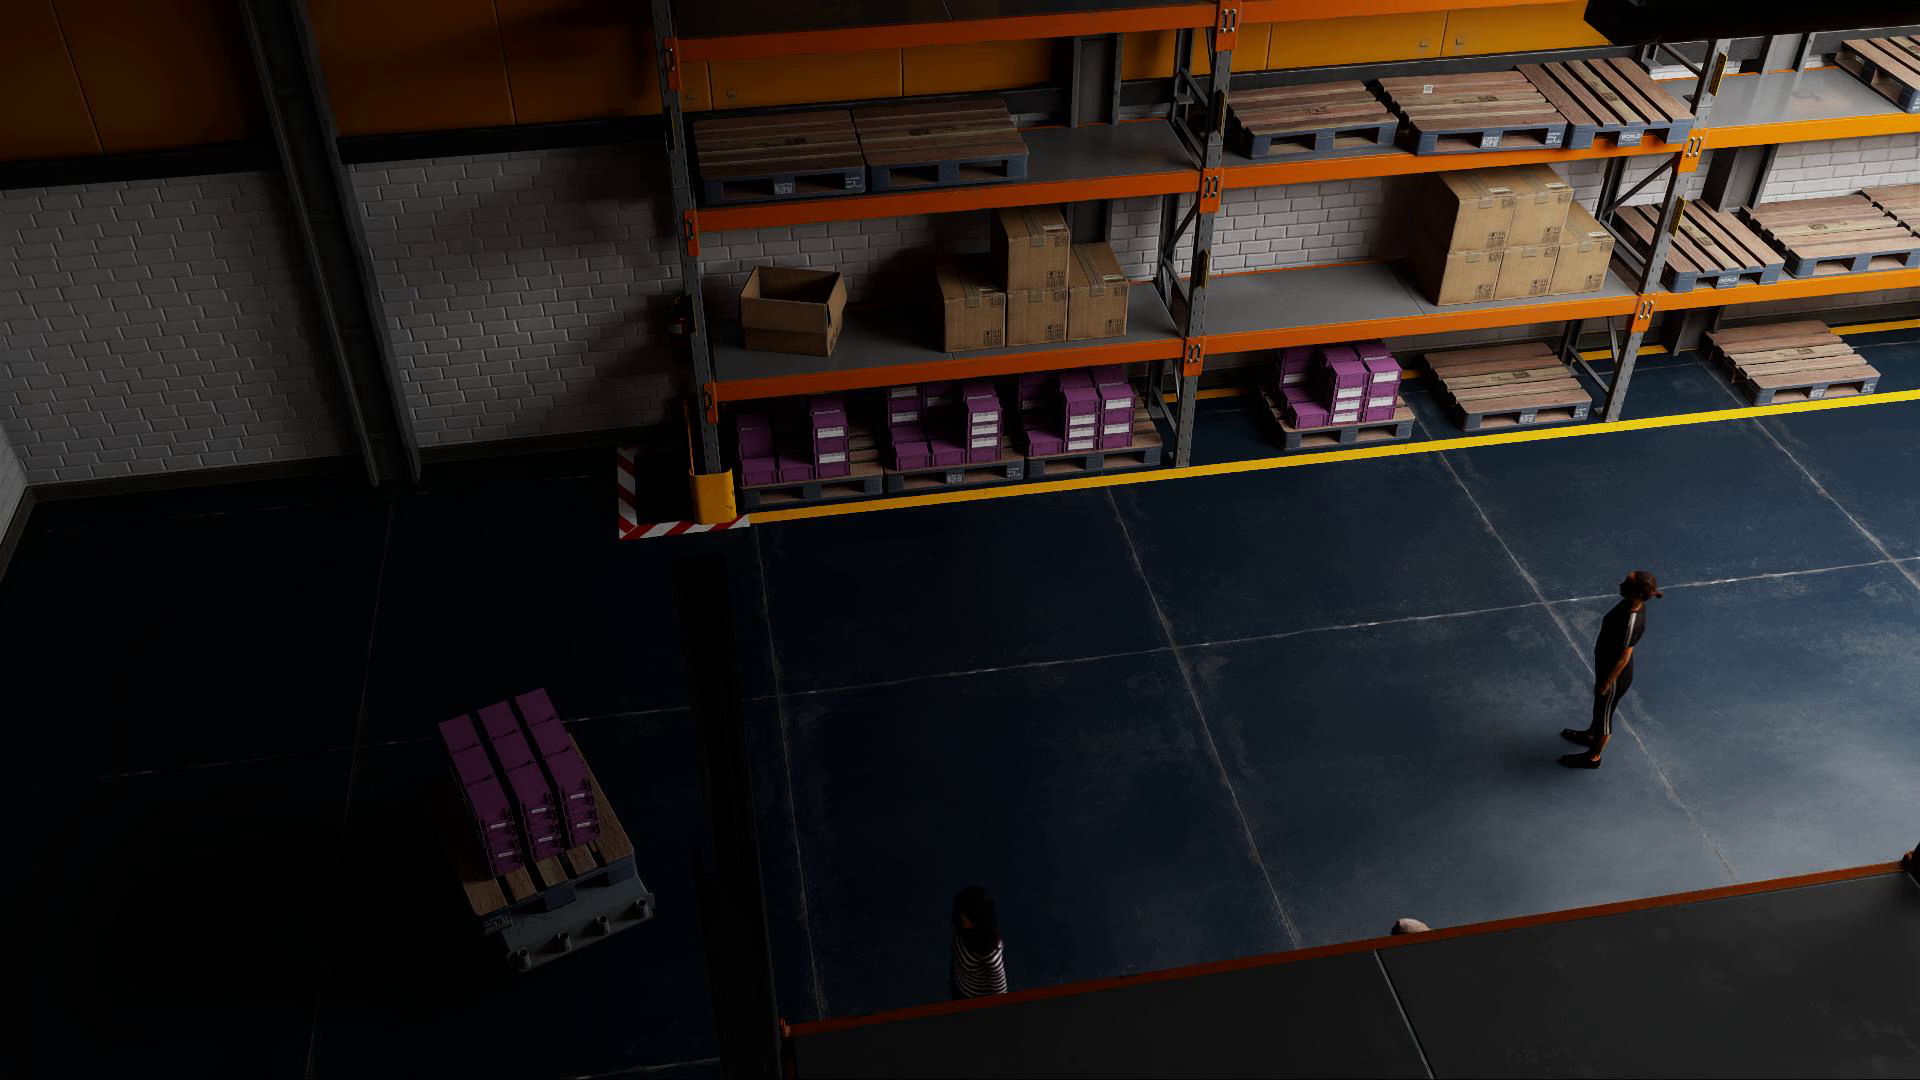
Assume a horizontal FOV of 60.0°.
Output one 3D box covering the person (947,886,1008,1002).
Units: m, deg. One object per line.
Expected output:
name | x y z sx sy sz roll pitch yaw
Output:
person | 0.095 2.497 9.066 0.615 1.795 0.656 -18 42 -21

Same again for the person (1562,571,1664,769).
person | 4.413 0.857 11.220 0.674 1.669 0.663 12 40 15
